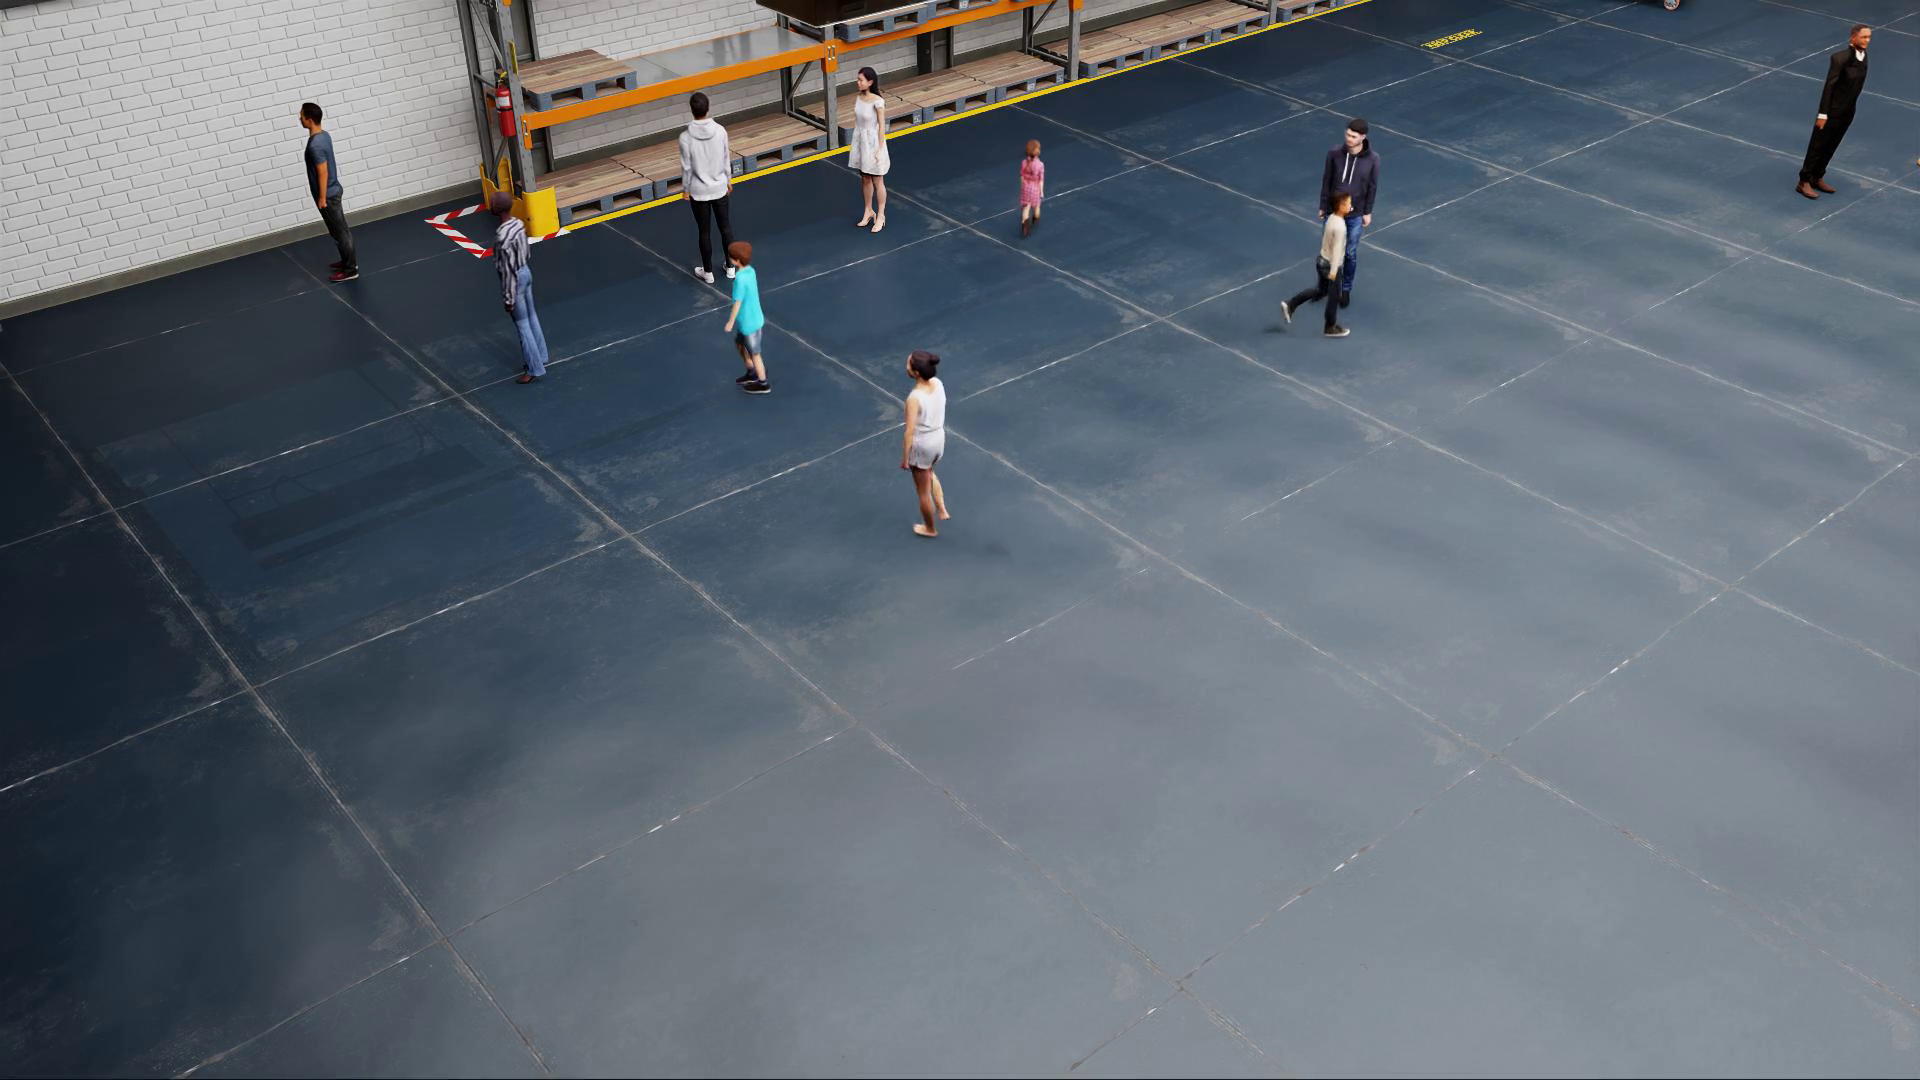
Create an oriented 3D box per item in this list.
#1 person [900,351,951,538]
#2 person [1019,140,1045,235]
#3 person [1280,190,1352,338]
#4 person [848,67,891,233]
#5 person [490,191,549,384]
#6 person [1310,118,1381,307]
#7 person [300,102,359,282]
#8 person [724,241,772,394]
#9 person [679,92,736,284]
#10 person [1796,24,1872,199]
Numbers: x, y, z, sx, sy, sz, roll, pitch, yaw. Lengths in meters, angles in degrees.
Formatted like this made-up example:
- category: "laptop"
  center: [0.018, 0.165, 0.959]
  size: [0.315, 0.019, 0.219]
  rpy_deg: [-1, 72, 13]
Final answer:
- category: "person"
  center: [-0.196, -0.704, 12.665]
  size: [0.693, 1.603, 0.575]
  rpy_deg: [21, 39, 29]
- category: "person"
  center: [0.748, -3.767, 17.811]
  size: [0.658, 1.007, 0.786]
  rpy_deg: [10, 35, 15]
- category: "person"
  center: [3.402, -2.579, 15.632]
  size: [0.966, 1.442, 0.868]
  rpy_deg: [0, 34, -1]
- category: "person"
  center: [-0.963, -4.156, 17.704]
  size: [0.630, 1.774, 0.648]
  rpy_deg: [-27, 42, -35]
- category: "person"
  center: [-3.944, -2.254, 14.823]
  size: [0.763, 1.794, 0.709]
  rpy_deg: [2, 34, 3]
- category: "person"
  center: [3.754, -3.208, 16.173]
  size: [0.757, 1.890, 0.739]
  rpy_deg: [14, 36, 20]
- category: "person"
  center: [-6.336, -3.502, 16.687]
  size: [0.707, 1.810, 0.726]
  rpy_deg: [-7, 34, -11]
- category: "person"
  center: [-1.798, -1.948, 14.687]
  size: [0.706, 1.437, 0.647]
  rpy_deg: [2, 34, 2]
- category: "person"
  center: [-2.506, -3.519, 16.605]
  size: [0.611, 1.930, 0.791]
  rpy_deg: [-16, 37, -22]
- category: "person"
  center: [9.780, -4.805, 18.562]
  size: [0.615, 1.904, 0.803]
  rpy_deg: [-17, 37, -24]
